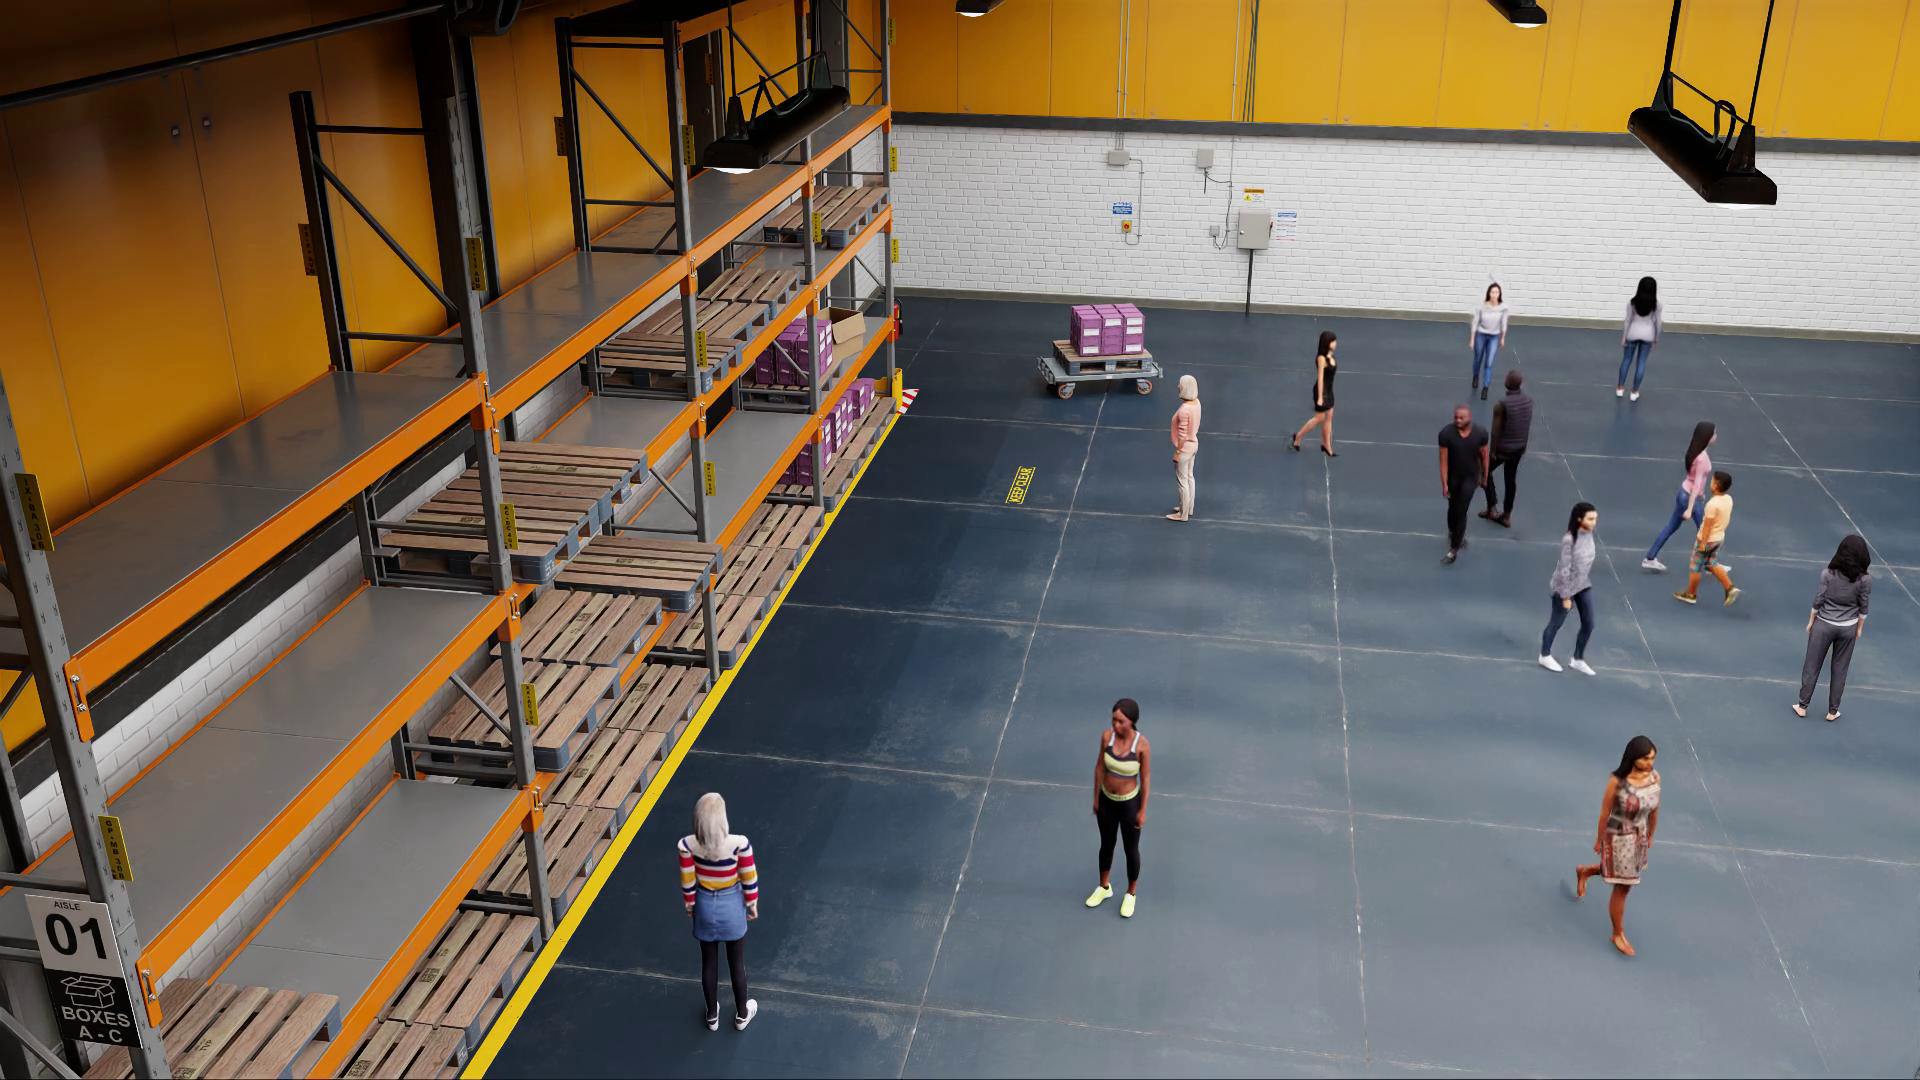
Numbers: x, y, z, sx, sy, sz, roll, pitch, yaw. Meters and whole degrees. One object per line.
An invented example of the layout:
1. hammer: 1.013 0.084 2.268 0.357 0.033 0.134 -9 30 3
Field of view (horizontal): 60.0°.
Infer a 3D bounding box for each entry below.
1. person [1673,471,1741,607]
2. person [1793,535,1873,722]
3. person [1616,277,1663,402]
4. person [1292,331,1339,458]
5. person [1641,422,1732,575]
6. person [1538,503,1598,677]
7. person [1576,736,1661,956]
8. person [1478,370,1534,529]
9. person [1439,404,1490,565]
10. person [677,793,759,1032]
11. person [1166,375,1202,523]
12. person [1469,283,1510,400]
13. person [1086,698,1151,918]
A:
1. person: 7.700 0.019 16.923 0.839 1.446 0.898 -16 28 -33
2. person: 7.778 0.779 14.785 0.640 1.764 0.577 9 25 20
3. person: 9.387 -2.764 22.935 0.703 1.729 0.715 12 26 25
4. person: 4.513 -1.840 20.932 0.803 1.640 0.851 12 27 26
5. person: 7.657 -0.421 17.620 0.670 1.694 1.054 5 24 11
6. person: 5.674 0.432 15.642 0.837 1.714 0.904 -13 27 -27
7. person: 4.725 2.096 11.951 0.914 1.622 1.132 -7 24 -15
8. person: 6.236 -1.007 18.797 0.830 1.825 0.841 -8 25 -17
9. person: 5.465 -0.656 18.067 0.861 1.767 1.113 6 24 13
10. person: -1.584 2.435 10.942 0.682 1.809 0.558 1 24 2
11. person: 2.582 -1.061 19.044 0.723 1.725 0.566 12 26 25
12. person: 7.327 -2.801 23.193 0.669 1.591 1.054 6 24 13
13. person: 1.181 1.928 12.170 0.621 1.755 0.606 12 26 26
